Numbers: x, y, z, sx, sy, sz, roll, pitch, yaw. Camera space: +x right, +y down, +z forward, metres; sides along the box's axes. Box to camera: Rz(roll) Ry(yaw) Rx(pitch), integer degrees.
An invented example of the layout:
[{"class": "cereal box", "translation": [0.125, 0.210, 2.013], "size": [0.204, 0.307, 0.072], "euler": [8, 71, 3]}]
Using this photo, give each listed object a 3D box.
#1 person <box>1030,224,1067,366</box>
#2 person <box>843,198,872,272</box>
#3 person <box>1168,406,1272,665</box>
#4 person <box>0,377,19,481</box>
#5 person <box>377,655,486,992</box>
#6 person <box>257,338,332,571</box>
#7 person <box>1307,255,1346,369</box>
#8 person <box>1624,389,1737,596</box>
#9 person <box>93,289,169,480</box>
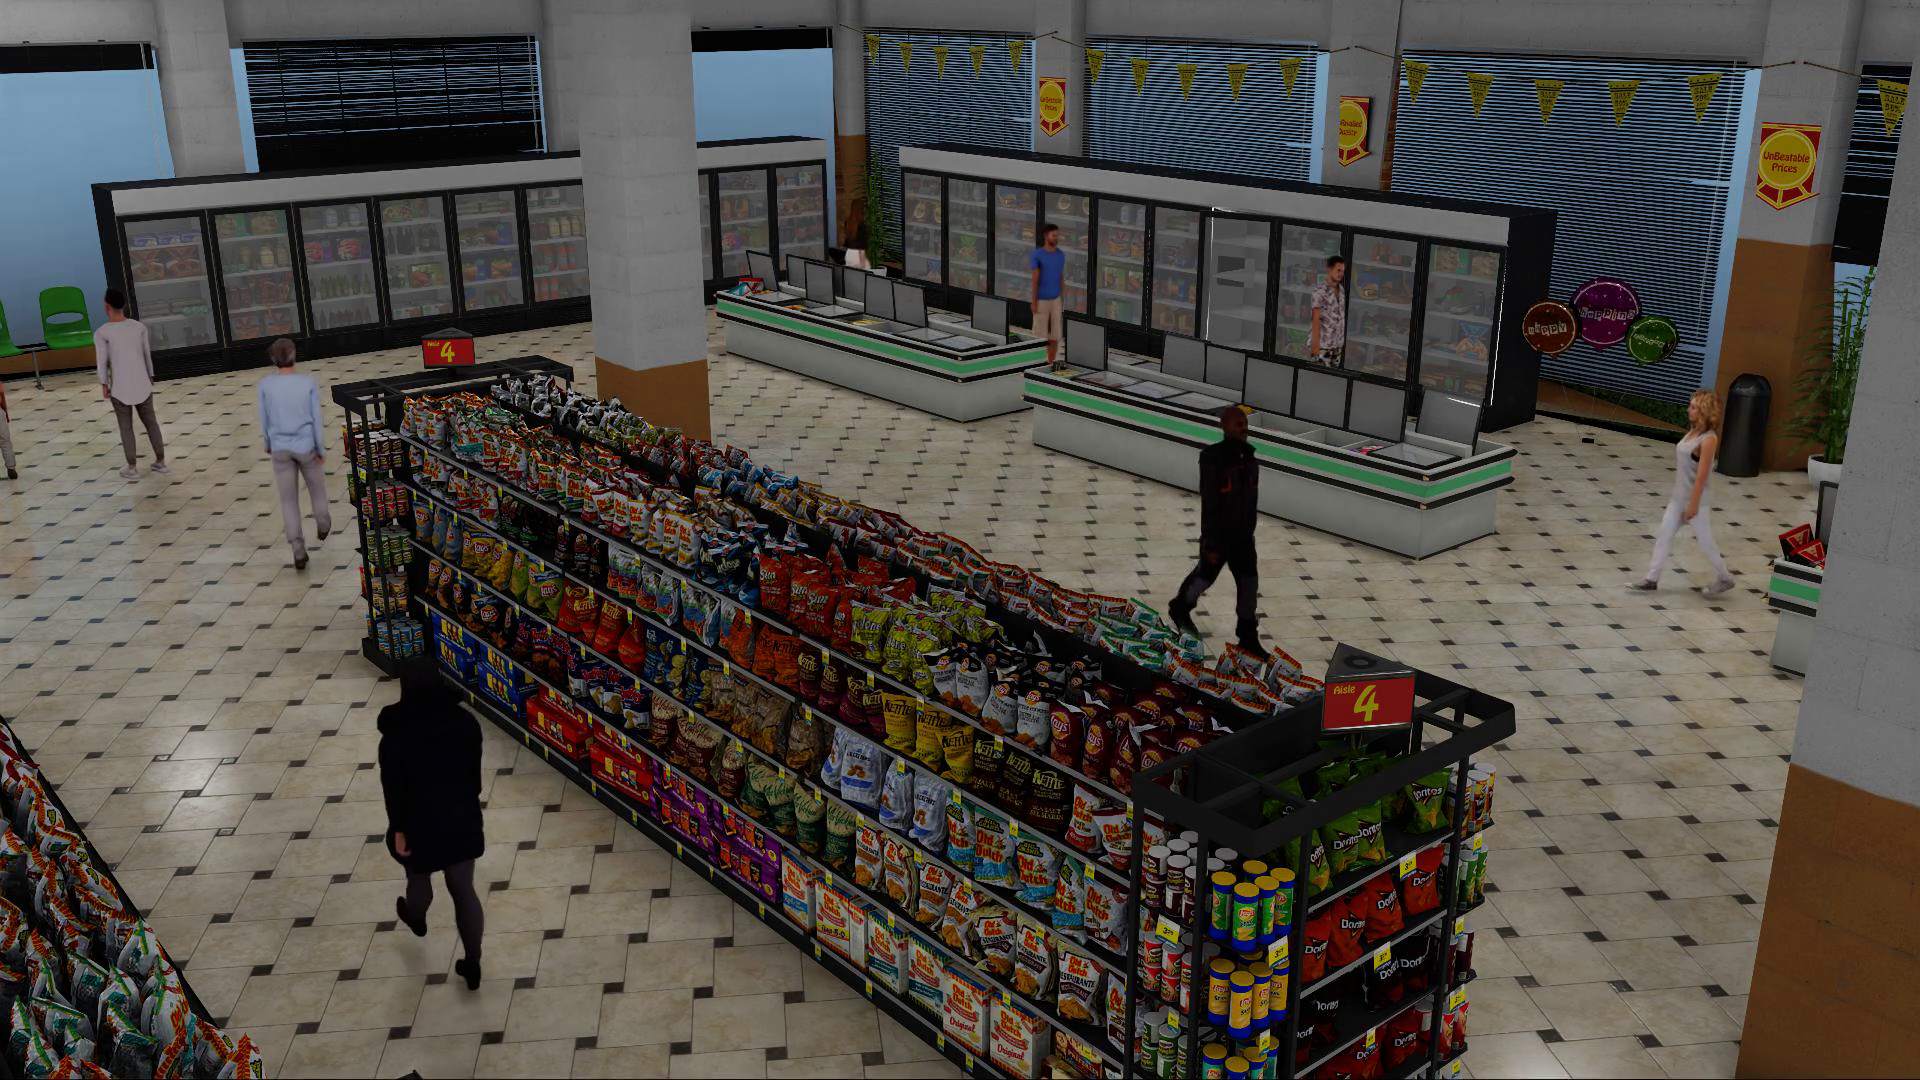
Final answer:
[{"class": "person", "translation": [1.015, -2.920, 20.240], "size": [0.744, 1.853, 0.919], "euler": [-10, 21, -27]}, {"class": "person", "translation": [-1.538, -3.987, 23.675], "size": [0.706, 1.681, 0.886], "euler": [-16, 25, -40]}, {"class": "person", "translation": [1.825, -0.078, 11.898], "size": [0.775, 1.798, 1.256], "euler": [-12, 22, -32]}, {"class": "person", "translation": [-9.339, -1.204, 16.005], "size": [0.478, 1.307, 0.471], "euler": [-13, 23, -34]}, {"class": "person", "translation": [-2.436, 1.370, 7.876], "size": [0.667, 1.623, 1.038], "euler": [-15, 24, -37]}, {"class": "person", "translation": [-5.447, -0.675, 13.595], "size": [0.951, 1.844, 1.279], "euler": [-6, 20, -18]}, {"class": "person", "translation": [3.995, -2.215, 18.209], "size": [0.673, 1.814, 0.572], "euler": [-17, 25, -40]}, {"class": "person", "translation": [5.766, -0.323, 12.882], "size": [1.110, 1.634, 1.052], "euler": [2, 19, 5]}, {"class": "person", "translation": [-8.043, -1.521, 16.118], "size": [0.586, 1.836, 0.687], "euler": [16, 24, 39]}]
